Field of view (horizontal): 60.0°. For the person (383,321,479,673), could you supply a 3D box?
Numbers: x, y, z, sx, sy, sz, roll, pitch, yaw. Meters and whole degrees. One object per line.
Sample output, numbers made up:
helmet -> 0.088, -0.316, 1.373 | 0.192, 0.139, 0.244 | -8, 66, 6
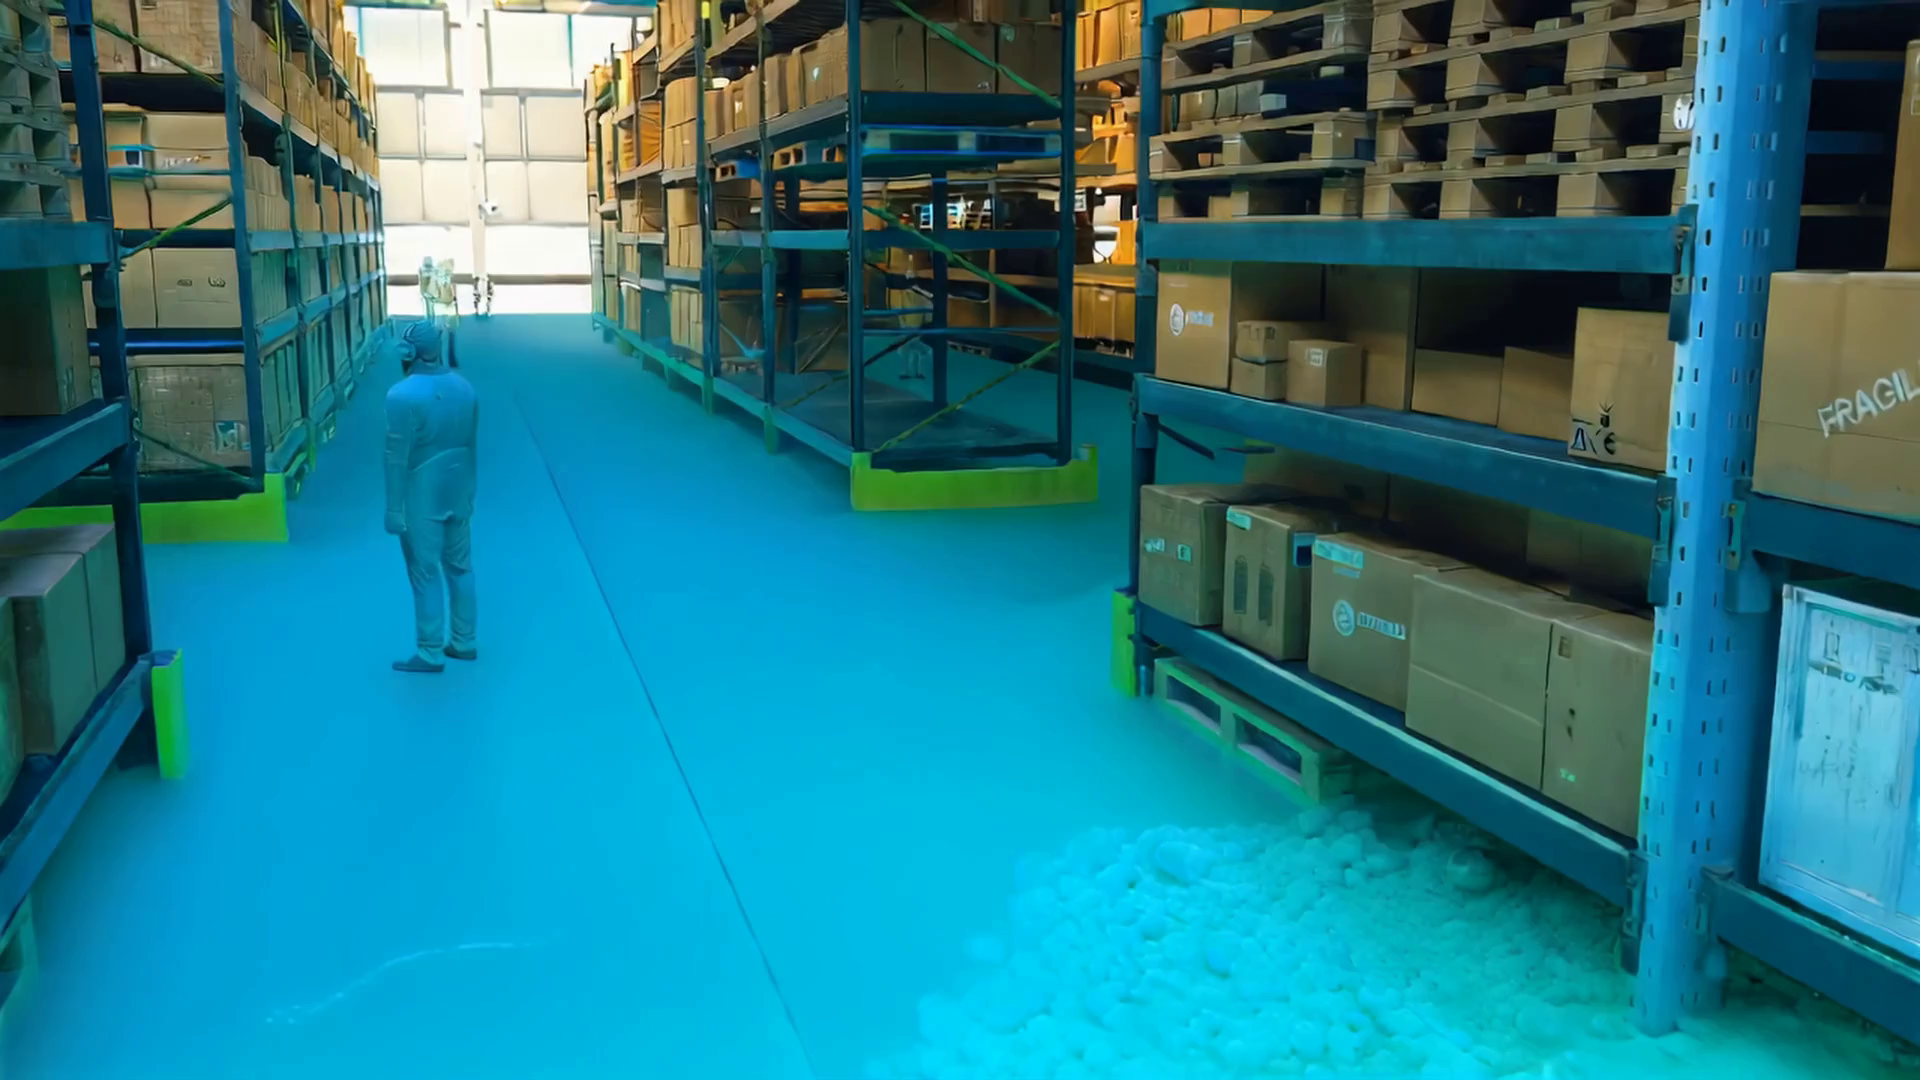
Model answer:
person -> -2.891, -0.235, 9.058 | 0.399, 1.900, 0.645 | 4, 11, 22

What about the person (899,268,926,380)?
person -> -0.806, -3.547, 27.388 | 0.404, 1.831, 0.601 | 8, 13, 37

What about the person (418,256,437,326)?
person -> -13.855, -6.481, 43.445 | 0.621, 1.846, 0.429 | 8, 13, 38

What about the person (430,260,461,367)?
person -> -9.278, -4.087, 30.059 | 0.547, 1.938, 0.378 | -9, 14, -41
